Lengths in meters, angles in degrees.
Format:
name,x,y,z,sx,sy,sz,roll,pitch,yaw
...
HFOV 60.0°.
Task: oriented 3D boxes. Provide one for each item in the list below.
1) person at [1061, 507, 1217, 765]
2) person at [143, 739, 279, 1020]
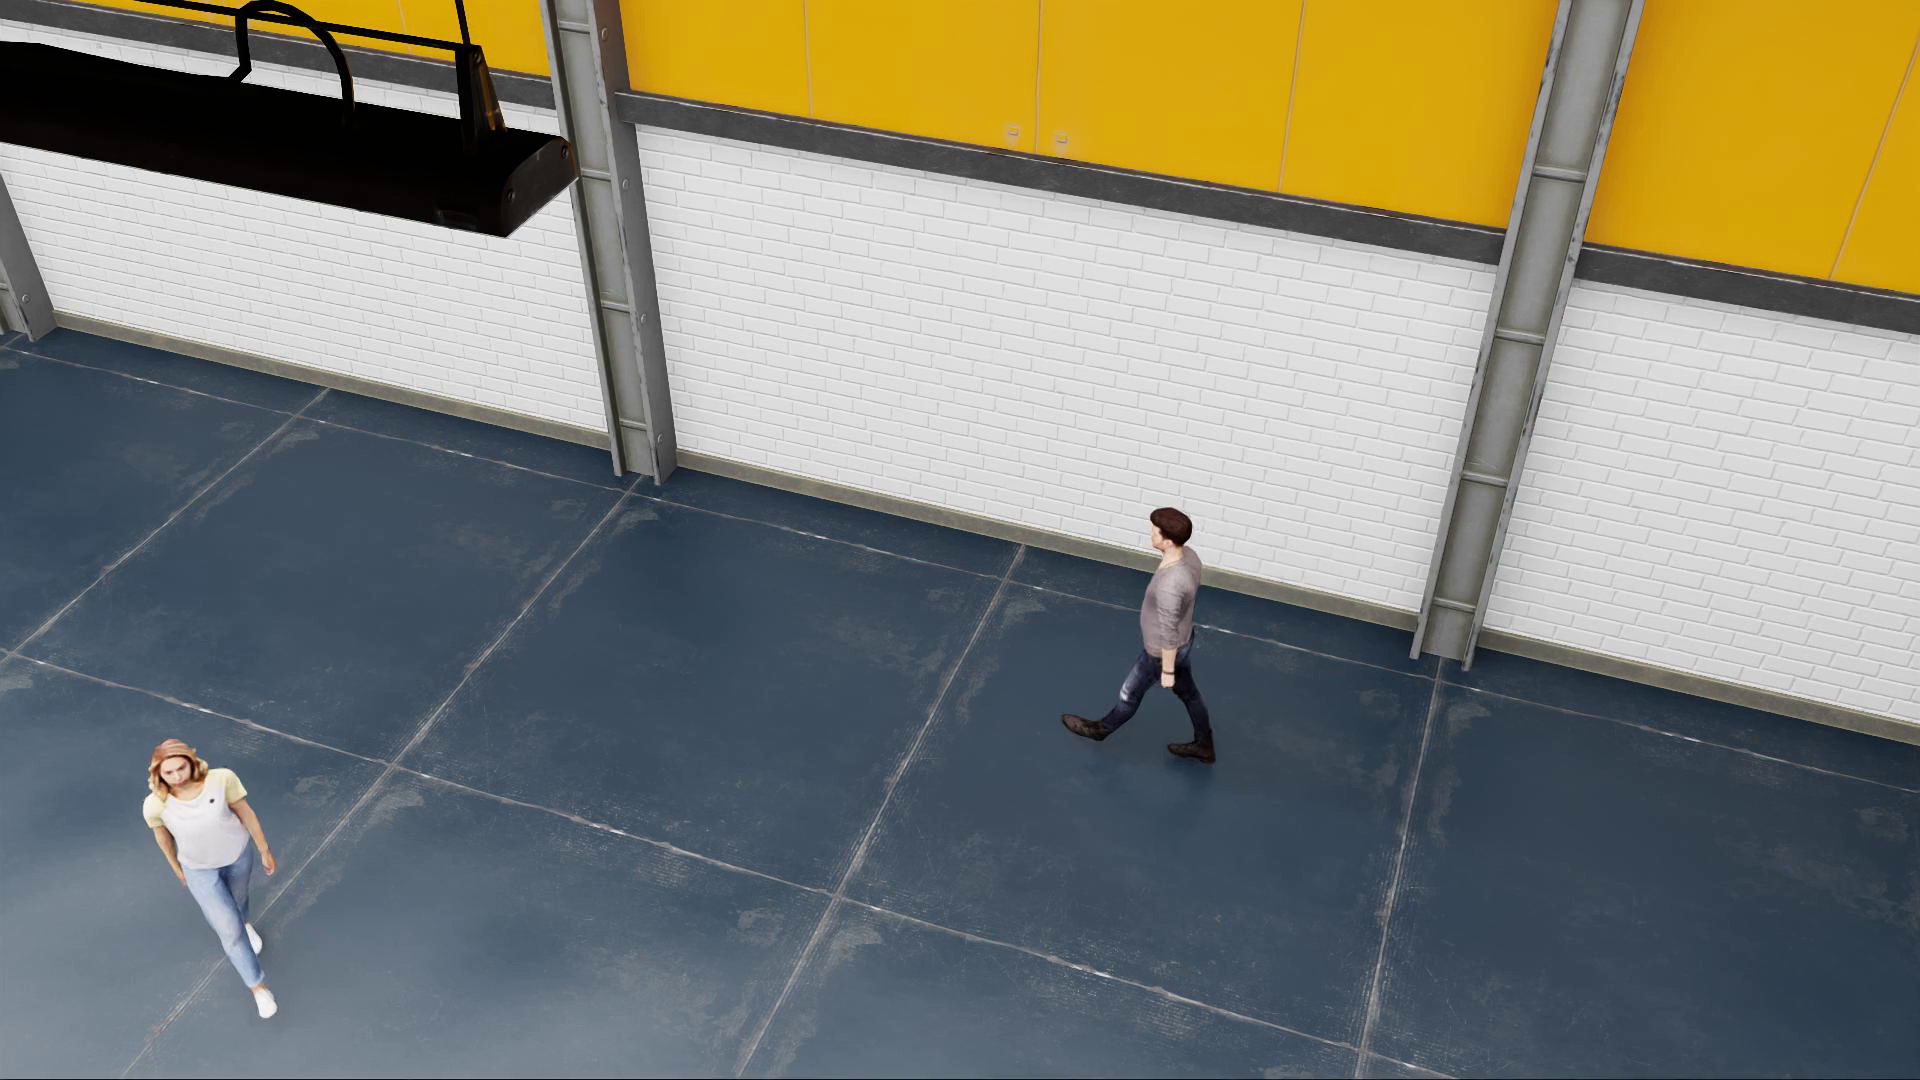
name,x,y,z,sx,sy,sz,roll,pitch,yaw
person,1.304,0.642,9.781,1.169,1.855,0.707,13,40,16
person,-3.898,1.614,8.696,0.976,1.690,1.154,-26,46,-29
